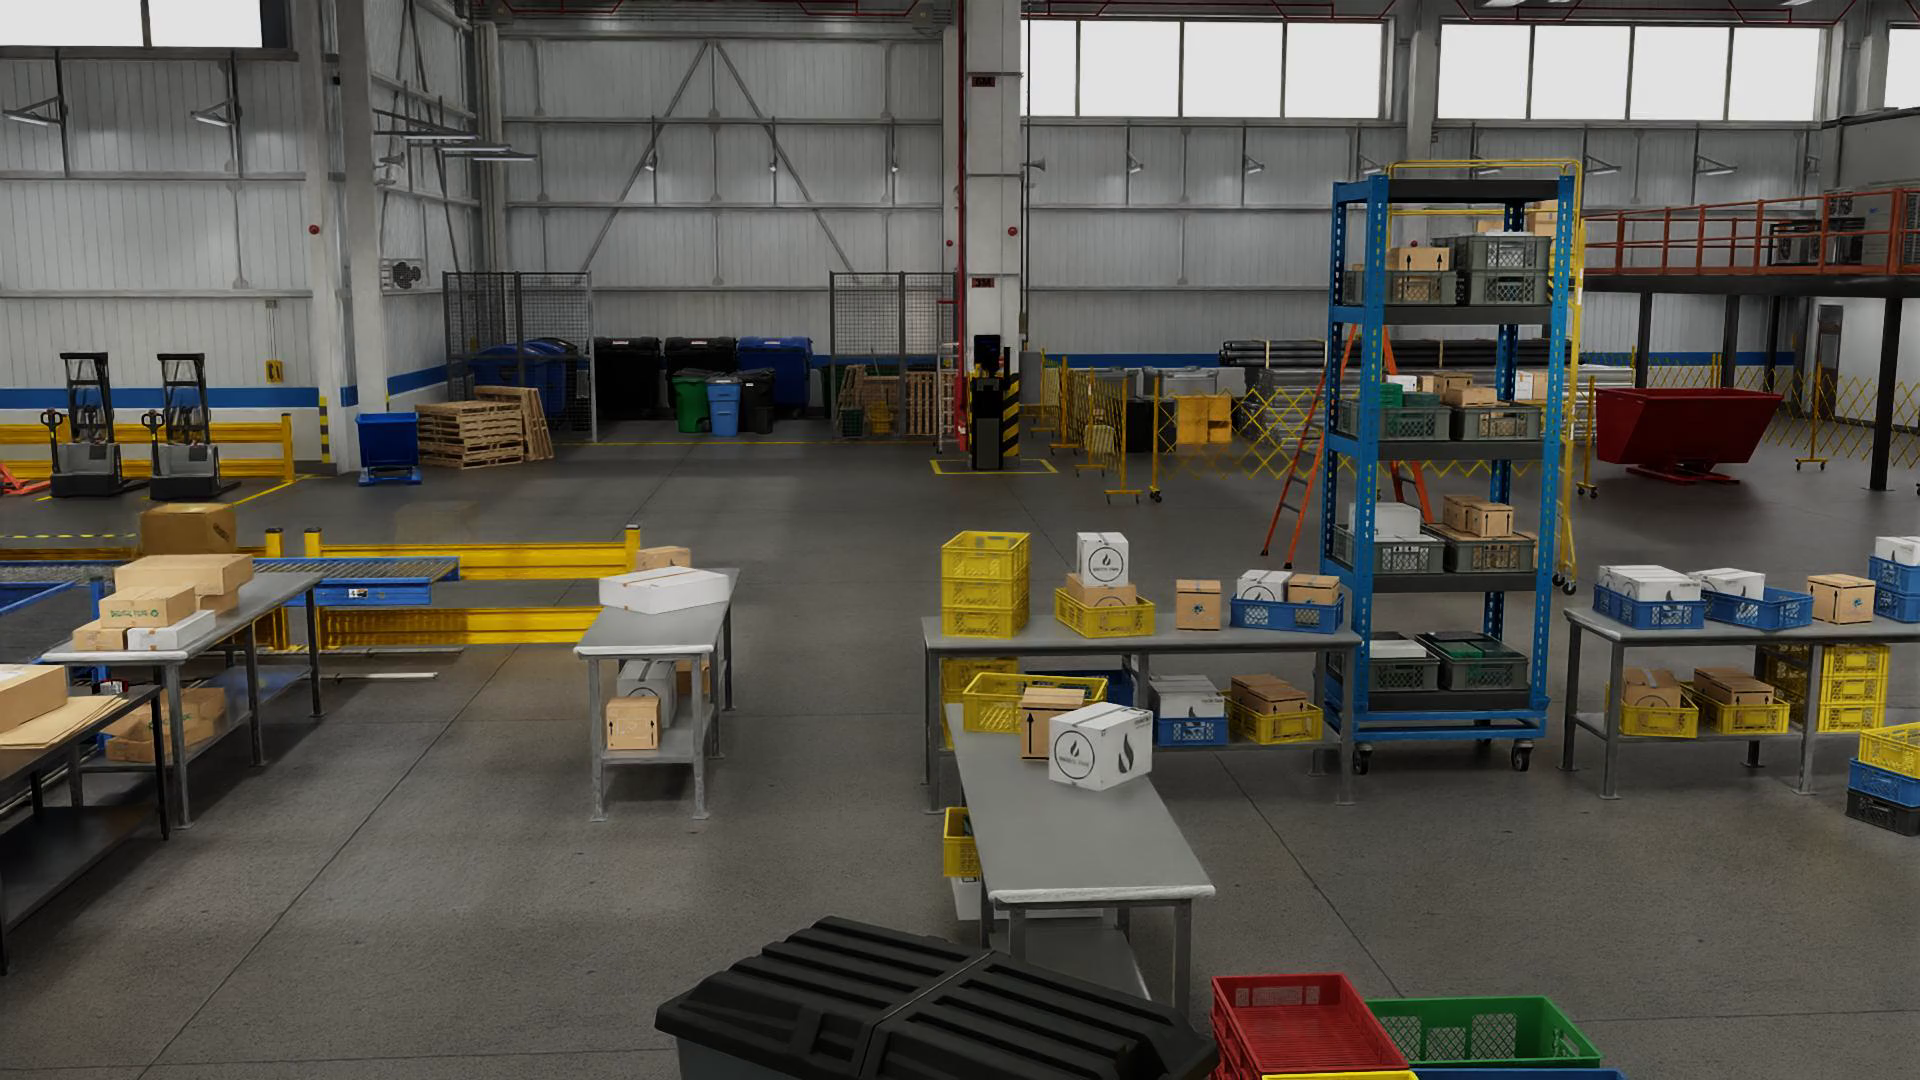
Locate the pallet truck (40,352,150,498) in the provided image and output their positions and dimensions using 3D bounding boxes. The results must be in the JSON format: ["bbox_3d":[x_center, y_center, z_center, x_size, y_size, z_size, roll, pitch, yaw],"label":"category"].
[{"bbox_3d":[-11.907,-1.642,23.165,0.823,1.965,1.885,0,9,0],"label":"pallet truck"}]

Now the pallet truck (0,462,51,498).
[{"bbox_3d":[-13.193,-1.293,23.148,0.653,1.274,1.630,-1,9,-4],"label":"pallet truck"}]

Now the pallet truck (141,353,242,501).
[{"bbox_3d":[-10.520,-1.604,22.925,0.823,1.965,1.885,-1,9,-6],"label":"pallet truck"}]
